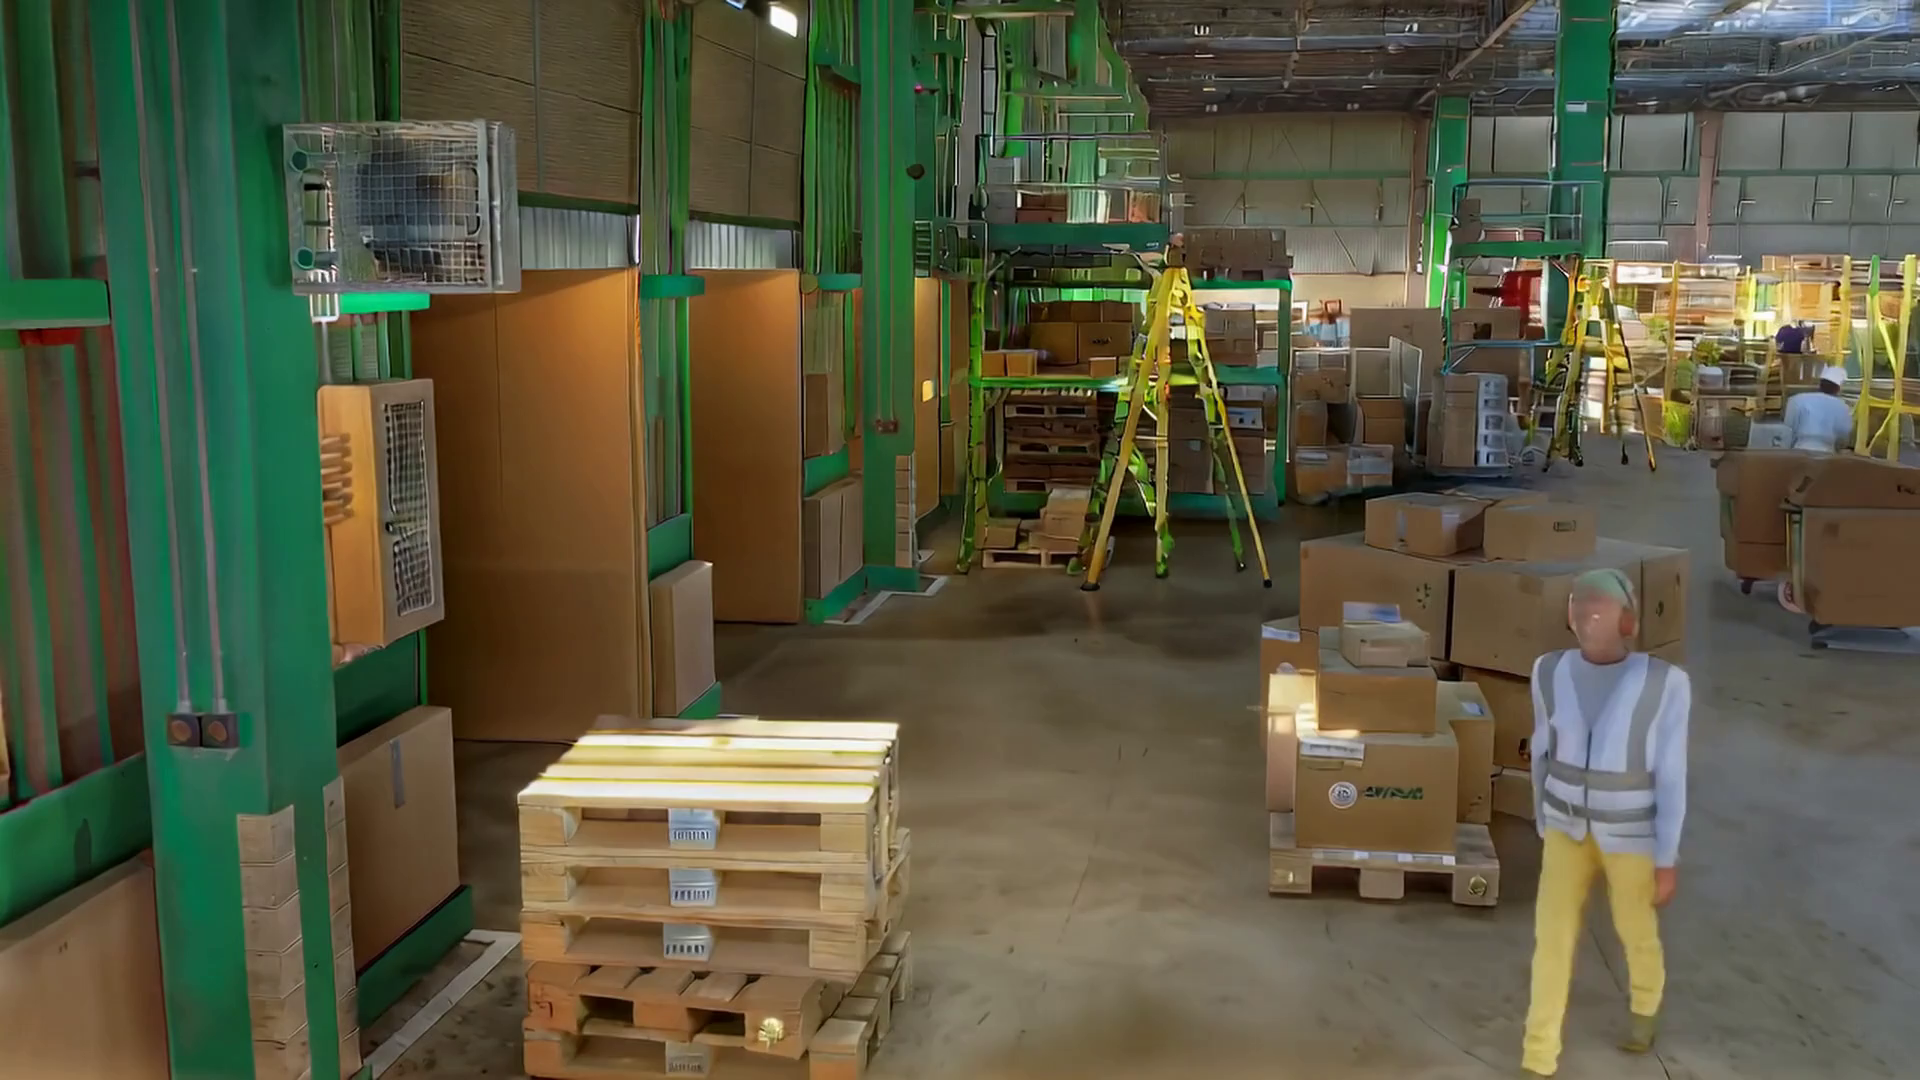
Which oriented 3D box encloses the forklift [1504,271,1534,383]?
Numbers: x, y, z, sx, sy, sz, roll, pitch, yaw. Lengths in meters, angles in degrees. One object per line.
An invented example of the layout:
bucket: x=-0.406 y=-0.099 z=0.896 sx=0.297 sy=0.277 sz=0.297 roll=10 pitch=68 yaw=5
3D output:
forklift: x=13.933 y=-5.319 z=41.568 sx=1.873 sy=2.768 sz=1.129 roll=-1 pitch=9 yaw=-6

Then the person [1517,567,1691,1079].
person: x=2.260 y=1.000 z=5.806 sx=0.584 sy=1.851 sz=0.955 roll=8 pitch=12 yaw=41

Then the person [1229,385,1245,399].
person: x=5.796 y=-3.568 z=34.591 sx=0.311 sy=1.639 sz=0.521 roll=-9 pitch=13 yaw=-44

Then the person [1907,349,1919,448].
person: x=15.508 y=-2.344 z=26.756 sx=0.323 sy=1.736 sz=0.488 roll=4 pitch=10 yaw=25

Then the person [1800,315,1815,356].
person: x=22.277 y=-5.093 z=43.916 sx=0.550 sy=1.655 sz=0.817 roll=3 pitch=10 yaw=20

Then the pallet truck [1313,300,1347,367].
pallet truck: x=11.159 y=-6.200 z=49.718 sx=0.823 sy=1.965 sz=1.885 roll=4 pitch=10 yaw=26

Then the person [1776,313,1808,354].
person: x=18.384 y=-4.068 z=36.835 sx=0.630 sy=1.915 sz=0.895 roll=0 pitch=9 yaw=2

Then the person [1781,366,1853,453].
person: x=8.733 y=-0.828 z=16.953 sx=0.664 sy=1.885 sz=0.504 roll=2 pitch=9 yaw=14
